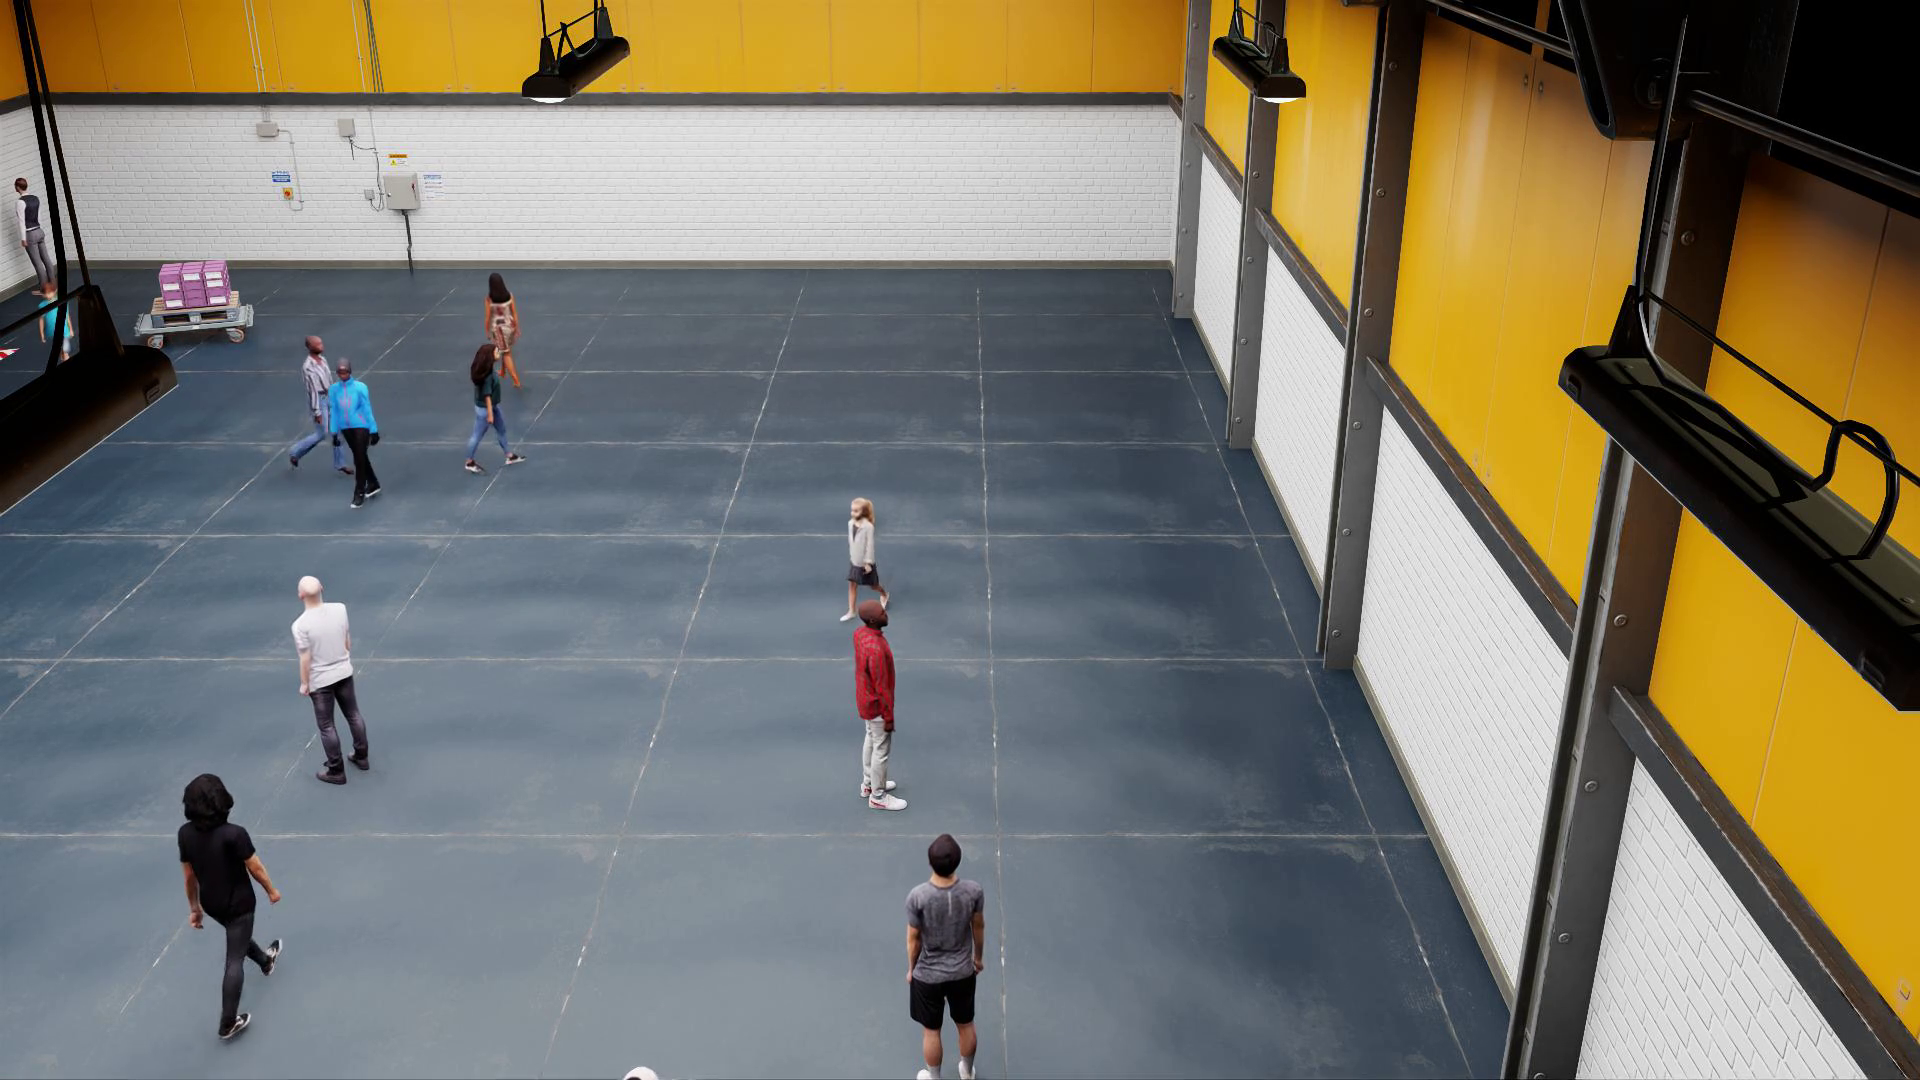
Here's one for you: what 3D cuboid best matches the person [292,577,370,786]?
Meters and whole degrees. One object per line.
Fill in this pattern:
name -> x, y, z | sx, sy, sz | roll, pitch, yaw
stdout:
person -> -5.201, 1.135, 13.719 | 0.818, 1.834, 0.716 | 15, 28, 30

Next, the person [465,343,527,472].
person -> -5.841, -1.594, 20.288 | 0.813, 1.574, 0.963 | -6, 24, -12

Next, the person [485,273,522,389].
person -> -6.347, -2.873, 23.185 | 1.065, 1.597, 1.199 | -17, 29, -34

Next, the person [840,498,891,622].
person -> -0.929, 0.177, 16.632 | 0.811, 1.257, 0.919 | 17, 29, 34

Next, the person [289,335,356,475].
person -> -7.775, -1.595, 20.038 | 0.744, 1.775, 0.950 | 1, 24, 3

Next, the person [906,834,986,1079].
person -> -0.091, 2.641, 10.239 | 0.705, 1.863, 0.648 | -6, 24, -13

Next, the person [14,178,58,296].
person -> -15.523, -5.107, 27.871 | 0.725, 1.937, 0.515 | 3, 24, 6

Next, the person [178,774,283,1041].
person -> -4.820, 2.413, 10.848 | 0.793, 1.793, 1.189 | 4, 24, 10

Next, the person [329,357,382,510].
person -> -7.000, -1.309, 19.397 | 0.748, 1.764, 1.013 | 4, 24, 8

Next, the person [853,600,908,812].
person -> -0.678, 1.300, 13.360 | 0.791, 1.820, 0.633 | -7, 25, -16

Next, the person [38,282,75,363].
person -> -12.784, -2.953, 23.594 | 0.680, 1.416, 1.018 | -5, 24, -12
